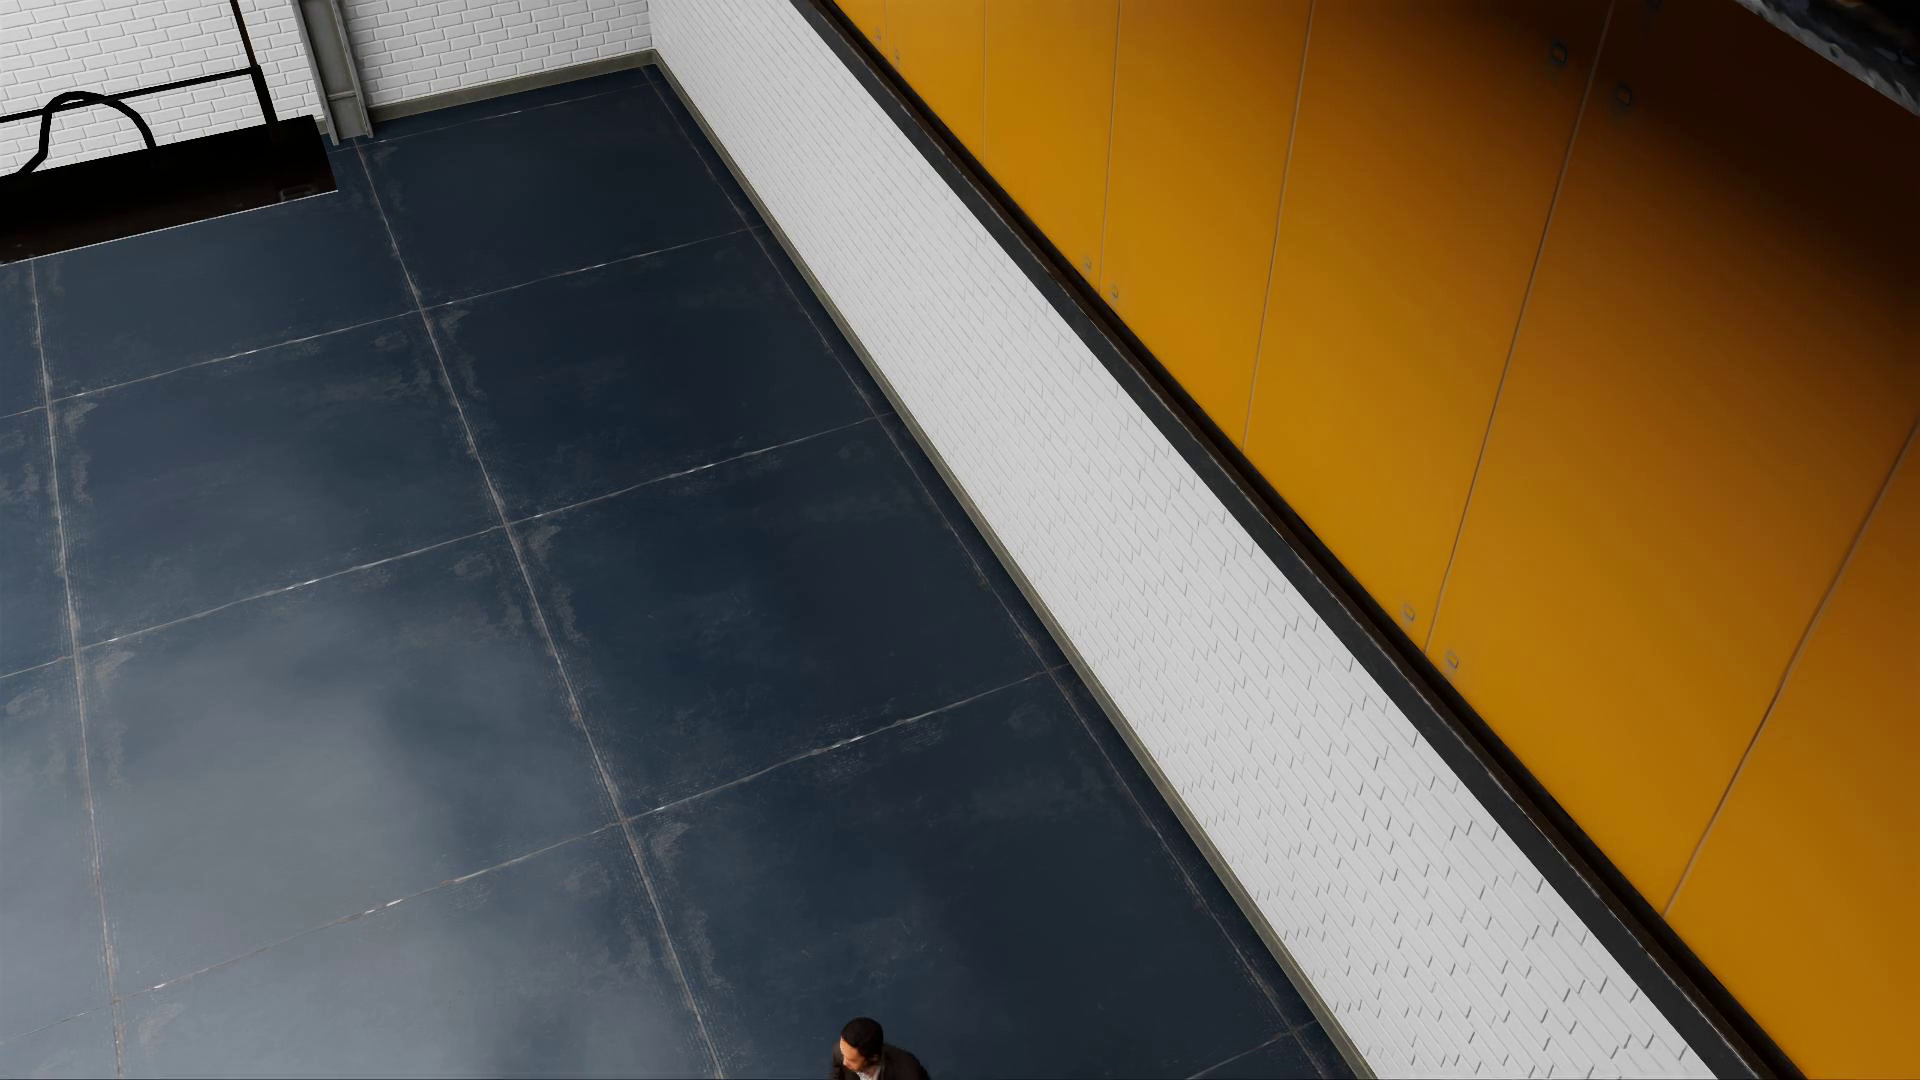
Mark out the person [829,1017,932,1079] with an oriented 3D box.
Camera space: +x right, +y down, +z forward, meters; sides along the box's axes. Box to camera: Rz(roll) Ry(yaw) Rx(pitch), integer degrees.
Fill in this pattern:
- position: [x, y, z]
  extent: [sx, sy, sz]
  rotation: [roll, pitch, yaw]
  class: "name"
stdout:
- position: [-0.250, 2.746, 8.102]
  extent: [0.984, 1.756, 1.084]
  rotation: [19, 47, 18]
  class: "person"
